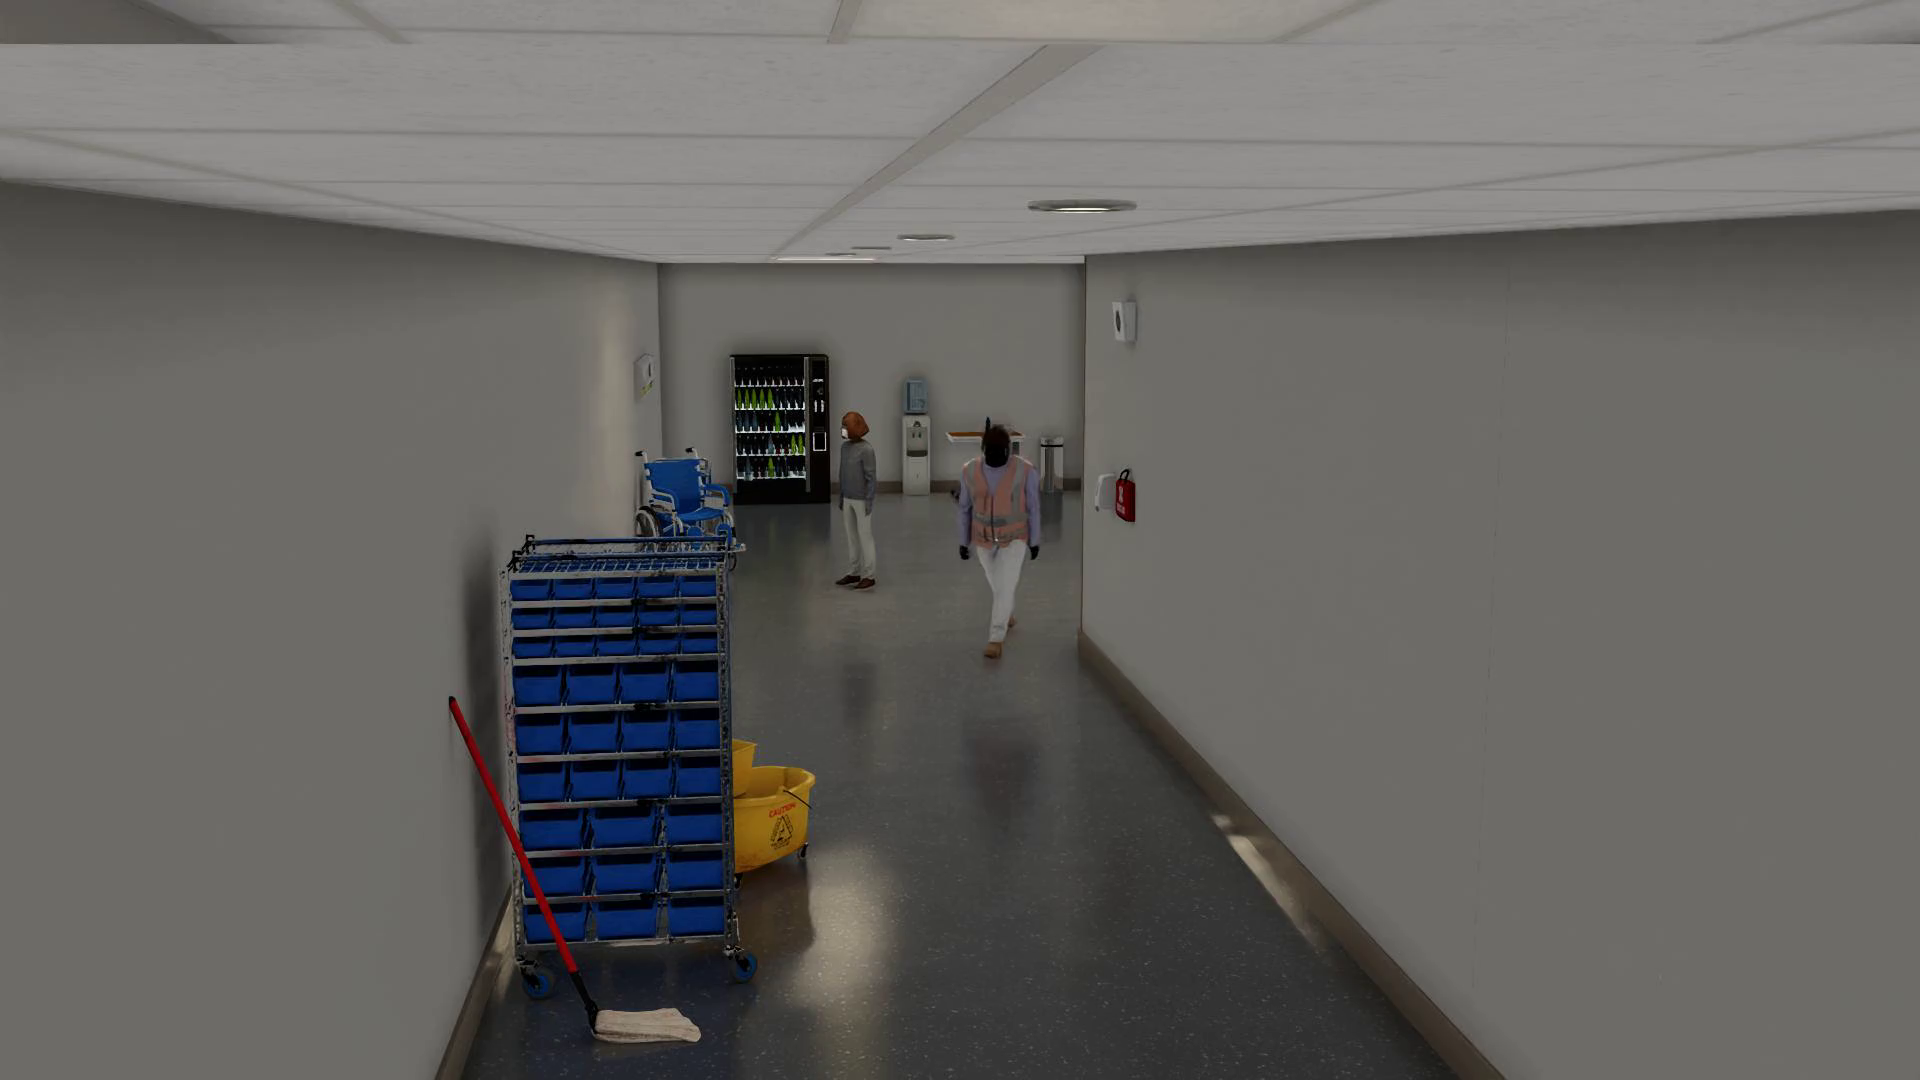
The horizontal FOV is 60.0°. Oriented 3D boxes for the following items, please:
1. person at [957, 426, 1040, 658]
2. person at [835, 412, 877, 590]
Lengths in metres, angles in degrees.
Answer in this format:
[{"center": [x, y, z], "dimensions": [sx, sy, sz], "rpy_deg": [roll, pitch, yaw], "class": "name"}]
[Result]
[{"center": [0.303, -0.030, 12.880], "dimensions": [0.640, 1.749, 1.125], "rpy_deg": [3, 10, 19], "class": "person"}, {"center": [-0.953, -0.363, 15.255], "dimensions": [0.268, 1.632, 0.507], "rpy_deg": [-7, 11, -37], "class": "person"}]
